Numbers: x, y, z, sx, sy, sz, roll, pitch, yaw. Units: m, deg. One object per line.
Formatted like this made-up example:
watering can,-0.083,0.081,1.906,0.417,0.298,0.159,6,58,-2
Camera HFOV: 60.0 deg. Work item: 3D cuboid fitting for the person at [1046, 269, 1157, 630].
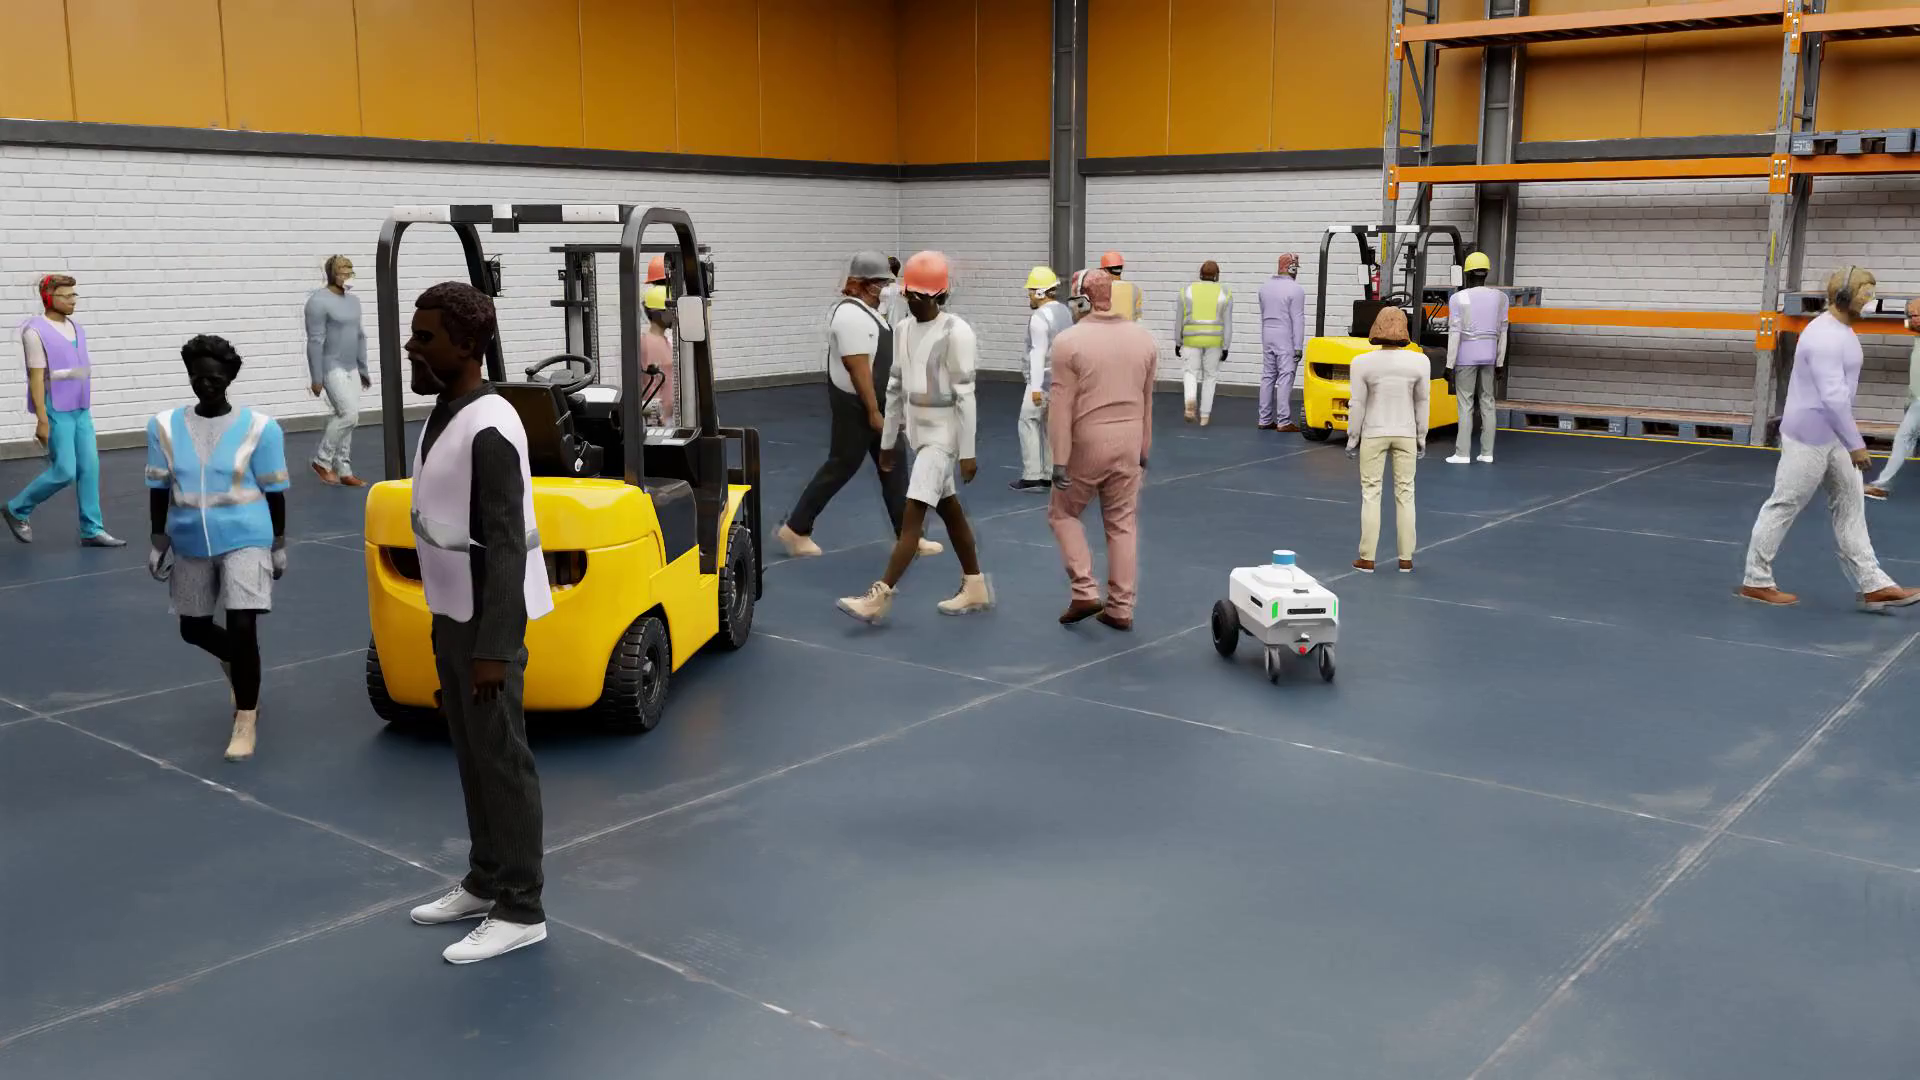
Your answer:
person,0.725,-0.465,8.696,0.671,1.883,0.448,-5,11,-26

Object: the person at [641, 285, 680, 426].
person,-2.081,-0.829,11.110,0.759,1.741,0.522,1,10,7

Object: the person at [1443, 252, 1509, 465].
person,4.669,-1.642,15.117,0.594,1.922,0.384,-2,11,-14

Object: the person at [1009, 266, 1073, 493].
person,0.673,-1.290,13.456,0.469,1.822,0.613,6,12,30

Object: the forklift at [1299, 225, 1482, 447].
forklift,4.449,-2.115,16.993,1.214,2.155,2.313,8,13,38

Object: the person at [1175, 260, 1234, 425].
person,2.664,-2.140,18.177,0.637,1.820,0.568,2,10,11

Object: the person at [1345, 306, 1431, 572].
person,2.619,-0.609,10.202,0.498,1.632,0.278,0,10,2

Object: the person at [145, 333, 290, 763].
person,-2.947,0.001,6.689,0.536,1.675,0.657,-1,10,-4

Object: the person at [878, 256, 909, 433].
person,-0.731,-2.038,17.468,0.312,1.869,0.538,8,13,38

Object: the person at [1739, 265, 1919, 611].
person,4.776,-0.525,9.010,0.963,1.888,0.623,9,13,40

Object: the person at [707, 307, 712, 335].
person,-2.227,-1.272,13.301,0.429,1.842,0.634,4,11,21

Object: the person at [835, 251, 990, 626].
person,-0.242,-0.523,8.792,1.031,1.963,0.645,-6,12,-32

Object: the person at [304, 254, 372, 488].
person,-5.054,-1.358,13.582,0.425,1.924,0.626,2,10,9

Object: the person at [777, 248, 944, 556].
person,-0.669,-0.897,10.667,1.023,2.000,0.678,2,10,12

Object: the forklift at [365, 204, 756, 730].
forklift,-1.766,-0.406,7.525,1.214,2.155,2.313,1,10,7

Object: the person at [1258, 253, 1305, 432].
person,3.458,-2.098,17.722,0.403,1.900,0.636,-6,12,-31

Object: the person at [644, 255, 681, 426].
person,-2.037,-1.045,11.799,0.375,1.930,0.542,1,10,3

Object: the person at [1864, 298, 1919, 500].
person,7.423,-1.070,12.873,0.835,1.583,0.528,6,12,30

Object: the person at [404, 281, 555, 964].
person,-1.381,0.229,4.763,0.392,1.922,0.591,-6,12,-31

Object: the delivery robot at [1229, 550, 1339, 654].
delivery robot,1.537,0.293,7.935,0.477,0.478,0.707,-1,10,-7

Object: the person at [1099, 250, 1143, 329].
person,1.609,-2.032,17.264,0.606,1.925,0.415,-3,11,-19

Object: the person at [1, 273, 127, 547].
person,-5.943,-0.834,10.935,0.665,1.824,0.568,1,10,3
